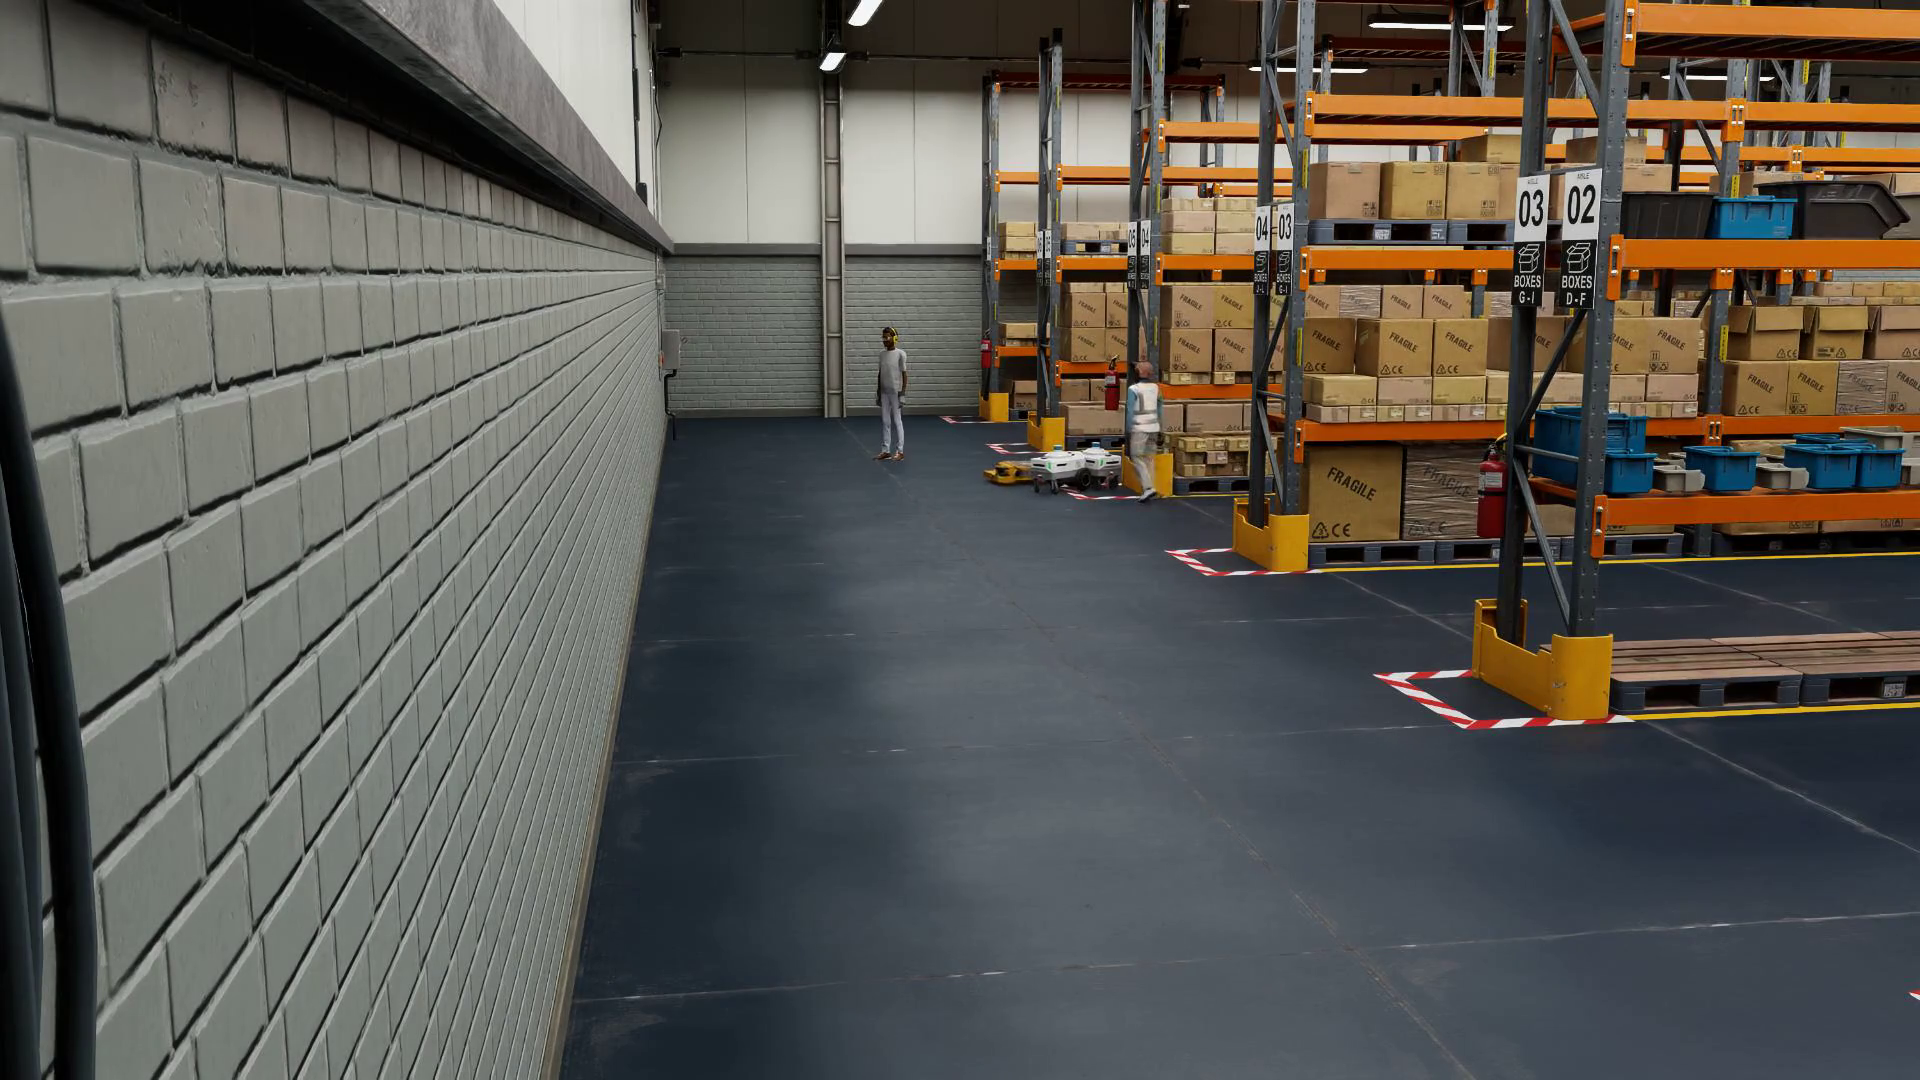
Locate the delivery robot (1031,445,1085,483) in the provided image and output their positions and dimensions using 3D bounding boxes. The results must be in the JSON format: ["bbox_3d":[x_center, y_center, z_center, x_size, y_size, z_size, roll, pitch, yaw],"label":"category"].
[{"bbox_3d":[1.174,-0.897,19.960,0.477,0.478,0.707,9,13,43],"label":"delivery robot"}]

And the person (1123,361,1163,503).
[{"bbox_3d":[2.173,-1.233,19.059,0.558,1.615,0.532,-7,11,-36],"label":"person"}]

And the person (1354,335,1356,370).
[{"bbox_3d":[4.090,-1.143,17.385,0.414,1.986,0.620,-5,11,-30],"label":"person"}]

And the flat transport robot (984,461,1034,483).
[{"bbox_3d":[1.072,-0.878,21.008,1.431,0.197,0.652,-2,10,-15],"label":"flat transport robot"}]

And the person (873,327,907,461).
[{"bbox_3d":[-0.973,-2.034,23.219,0.521,1.871,0.325,7,11,35],"label":"person"}]

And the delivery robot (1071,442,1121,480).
[{"bbox_3d":[1.657,-0.950,20.286,0.477,0.478,0.707,-6,11,-30],"label":"delivery robot"}]
